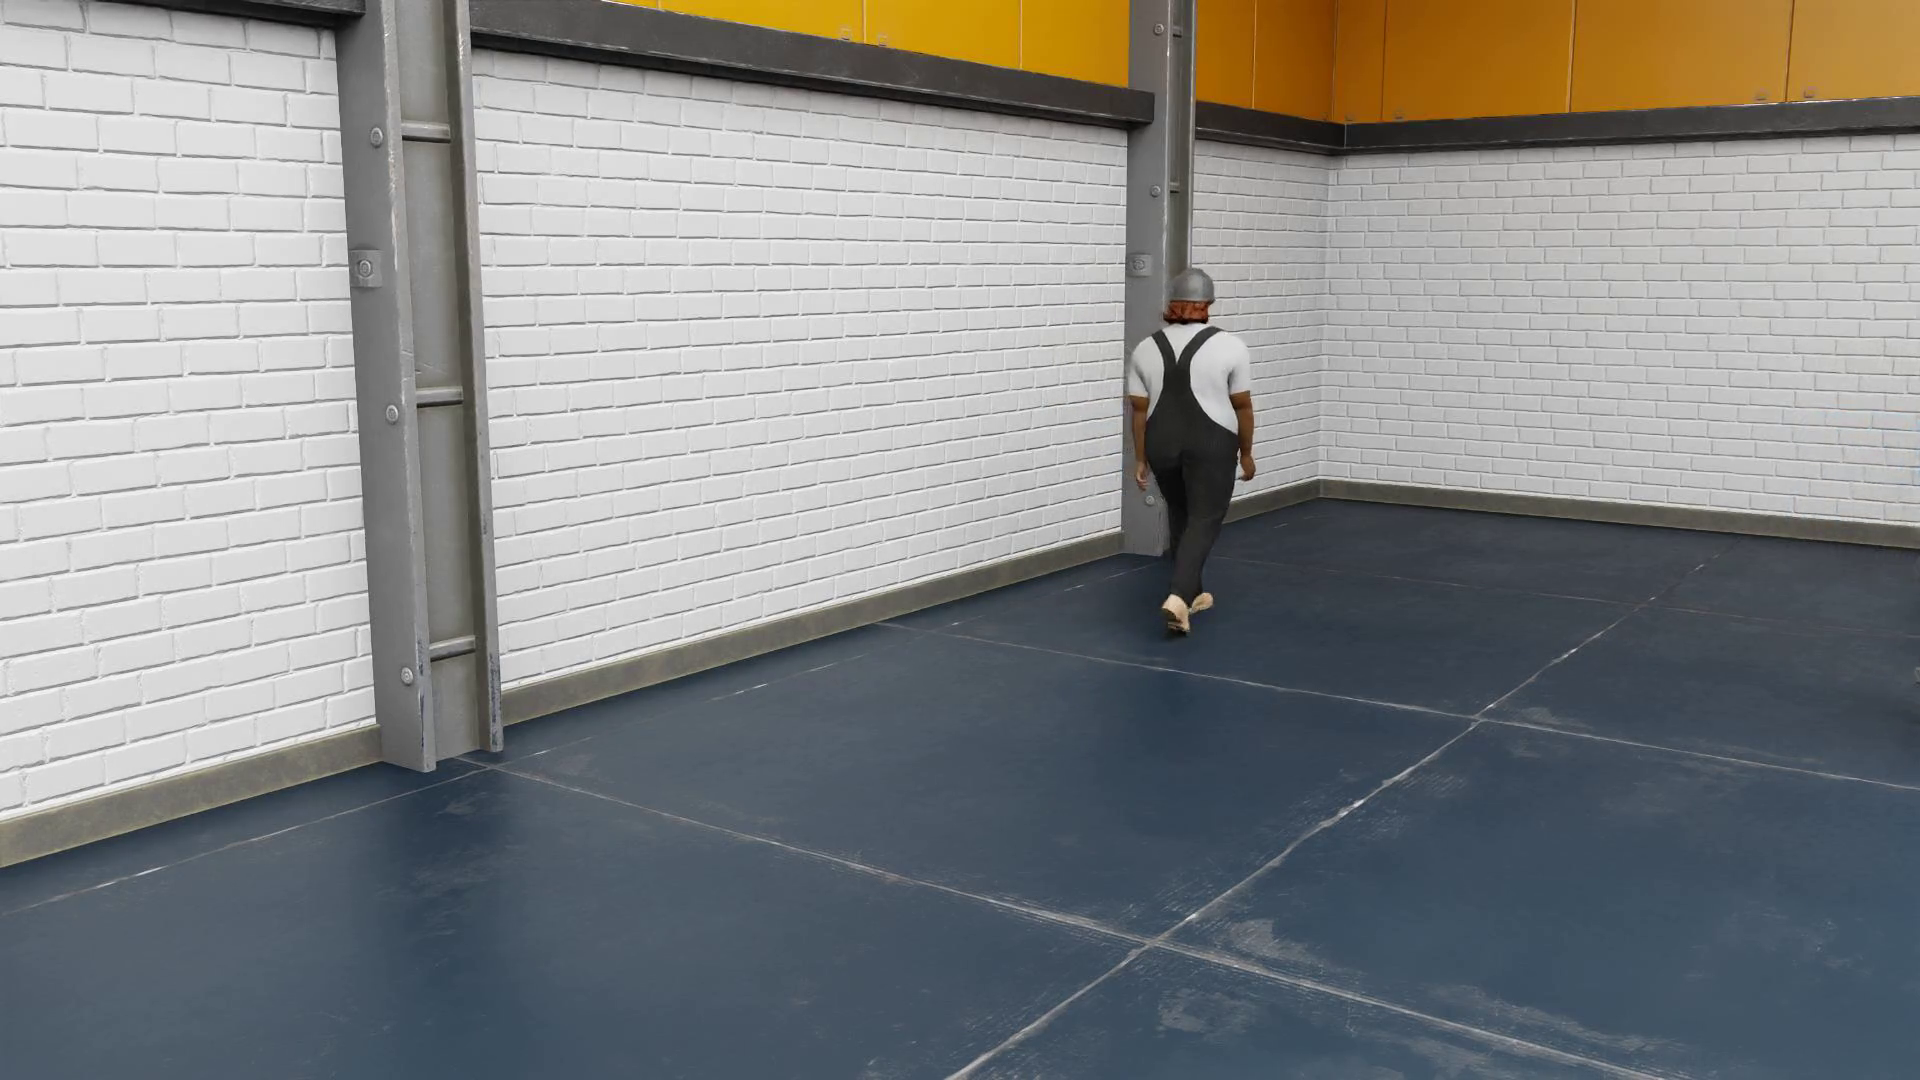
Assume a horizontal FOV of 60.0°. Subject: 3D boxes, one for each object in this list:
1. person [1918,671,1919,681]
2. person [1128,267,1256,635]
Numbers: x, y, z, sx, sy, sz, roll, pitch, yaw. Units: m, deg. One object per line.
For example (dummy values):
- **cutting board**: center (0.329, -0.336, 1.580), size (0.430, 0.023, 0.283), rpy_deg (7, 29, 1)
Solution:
- **person**: center (4.234, 0.055, 6.814), size (0.538, 1.674, 0.727), rpy_deg (-2, 10, -11)
- **person**: center (1.260, -0.529, 9.188), size (0.678, 2.000, 0.999), rpy_deg (6, 11, 32)
